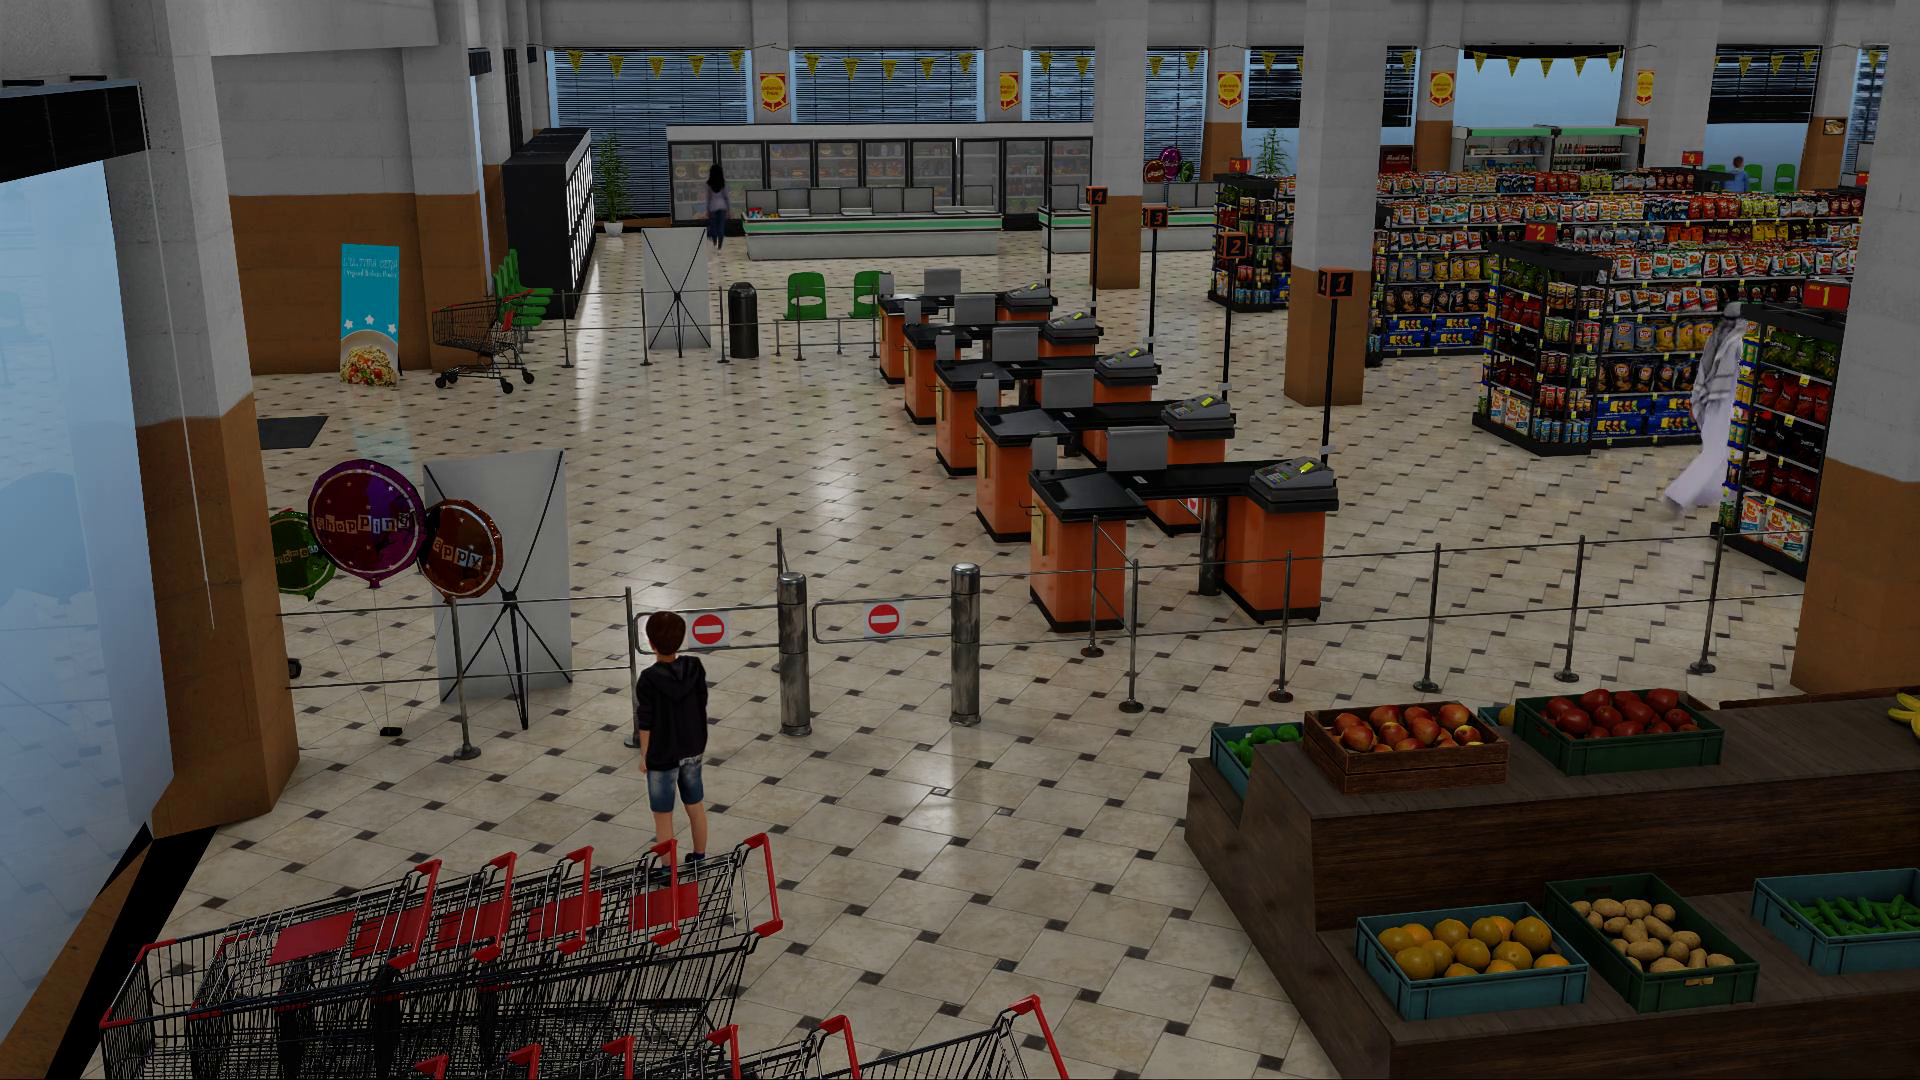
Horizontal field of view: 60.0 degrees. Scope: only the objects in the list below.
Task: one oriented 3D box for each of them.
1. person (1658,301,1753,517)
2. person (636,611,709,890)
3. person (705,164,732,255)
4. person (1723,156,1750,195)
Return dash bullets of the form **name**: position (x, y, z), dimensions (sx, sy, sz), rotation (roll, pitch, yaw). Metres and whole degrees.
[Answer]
- **person**: position (6.601, -1.119, 14.601), dimensions (1.270, 1.890, 0.712), rotation (-5, 18, -15)
- **person**: position (-1.428, 1.036, 8.266), dimensions (0.591, 1.447, 0.680), rotation (-13, 21, -37)
- **person**: position (-4.705, -6.386, 32.276), dimensions (1.066, 1.697, 0.783), rotation (-1, 17, -4)
- **person**: position (15.490, -6.757, 33.348), dimensions (1.241, 1.786, 1.010), rotation (-13, 21, -36)
